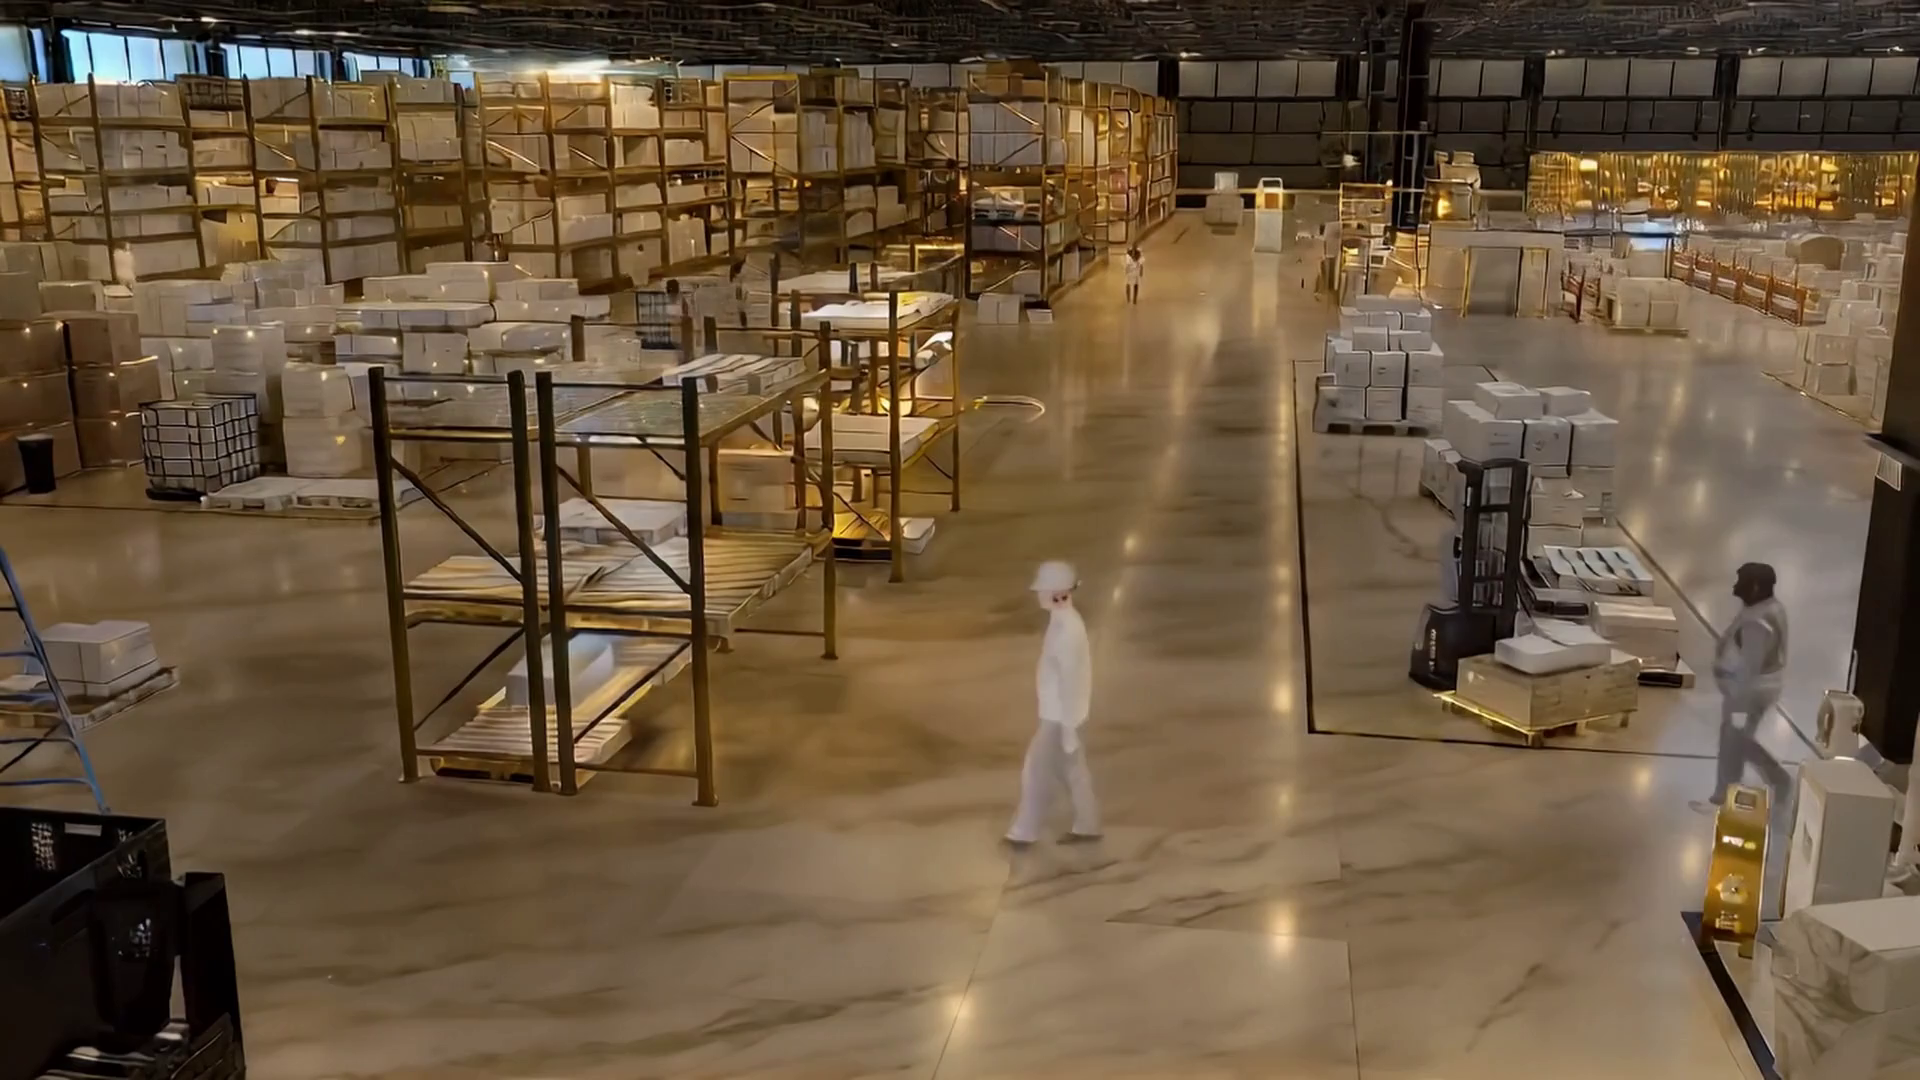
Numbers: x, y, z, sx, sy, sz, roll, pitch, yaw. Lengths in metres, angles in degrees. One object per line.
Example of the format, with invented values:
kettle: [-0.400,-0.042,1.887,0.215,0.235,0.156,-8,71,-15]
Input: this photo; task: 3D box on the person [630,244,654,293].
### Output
person: [-7.827,-6.378,41.159,0.690,1.885,0.659,3,14,11]

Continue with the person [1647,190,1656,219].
person: [33.765,-16.258,81.417,0.608,1.804,0.513,-9,17,-33]

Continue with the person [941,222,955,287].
person: [-0.305,-8.563,49.918,0.547,1.934,0.376,2,14,10]

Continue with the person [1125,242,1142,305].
person: [4.670,-7.174,44.758,0.537,1.698,0.320,-6,15,-22]

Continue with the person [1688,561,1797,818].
person: [5.337,1.031,11.182,0.573,1.828,0.644,9,17,33]

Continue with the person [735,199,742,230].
person: [-10.218,-15.022,76.098,0.652,1.952,1.079,1,14,3]

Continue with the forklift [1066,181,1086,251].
forklift: [3.654,-11.708,60.736,1.873,2.768,1.129,2,14,7]

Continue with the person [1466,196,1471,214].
person: [22.120,-14.209,73.044,0.600,1.833,0.404,5,15,18]

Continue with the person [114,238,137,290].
person: [-21.473,-6.792,42.773,0.779,1.918,0.633,4,14,16]

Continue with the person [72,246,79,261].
person: [-23.519,-6.984,44.140,0.513,1.630,0.359,6,15,23]

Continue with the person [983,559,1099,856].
person: [0.518,1.082,10.696,0.875,1.958,0.646,1,14,5]

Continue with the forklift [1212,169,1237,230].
forklift: [12.603,-16.201,78.980,1.129,2.768,1.873,3,14,10]

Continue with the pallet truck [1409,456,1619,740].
pallet truck: [4.504,0.400,13.395,0.823,1.965,1.885,-6,15,-23]

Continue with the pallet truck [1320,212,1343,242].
pallet truck: [15.874,-13.227,70.310,0.680,1.201,1.601,10,17,35]

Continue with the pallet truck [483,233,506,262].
pallet truck: [-11.832,-7.026,43.548,1.885,1.965,0.823,8,16,28]

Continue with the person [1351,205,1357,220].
person: [15.852,-12.617,66.897,0.521,1.676,0.549,1,14,3]

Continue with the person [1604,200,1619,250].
person: [25.543,-12.317,65.129,0.397,1.946,0.617,-7,15,-25]

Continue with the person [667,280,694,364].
person: [-5.222,-3.963,31.383,0.381,1.875,0.732,-11,18,-37]

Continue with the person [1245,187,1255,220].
person: [15.154,-17.609,87.043,0.587,1.735,0.390,-9,16,-31]

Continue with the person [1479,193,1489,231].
person: [24.001,-14.975,76.145,0.589,1.835,0.436,-10,17,-36]

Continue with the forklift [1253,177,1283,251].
forklift: [12.083,-12.747,64.956,1.129,2.768,1.873,3,14,10]

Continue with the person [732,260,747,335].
person: [-5.077,-5.580,38.287,0.316,1.700,0.540,0,14,-1]

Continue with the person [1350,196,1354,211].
person: [20.619,-17.757,87.664,0.485,1.734,0.355,-12,18,-40]
